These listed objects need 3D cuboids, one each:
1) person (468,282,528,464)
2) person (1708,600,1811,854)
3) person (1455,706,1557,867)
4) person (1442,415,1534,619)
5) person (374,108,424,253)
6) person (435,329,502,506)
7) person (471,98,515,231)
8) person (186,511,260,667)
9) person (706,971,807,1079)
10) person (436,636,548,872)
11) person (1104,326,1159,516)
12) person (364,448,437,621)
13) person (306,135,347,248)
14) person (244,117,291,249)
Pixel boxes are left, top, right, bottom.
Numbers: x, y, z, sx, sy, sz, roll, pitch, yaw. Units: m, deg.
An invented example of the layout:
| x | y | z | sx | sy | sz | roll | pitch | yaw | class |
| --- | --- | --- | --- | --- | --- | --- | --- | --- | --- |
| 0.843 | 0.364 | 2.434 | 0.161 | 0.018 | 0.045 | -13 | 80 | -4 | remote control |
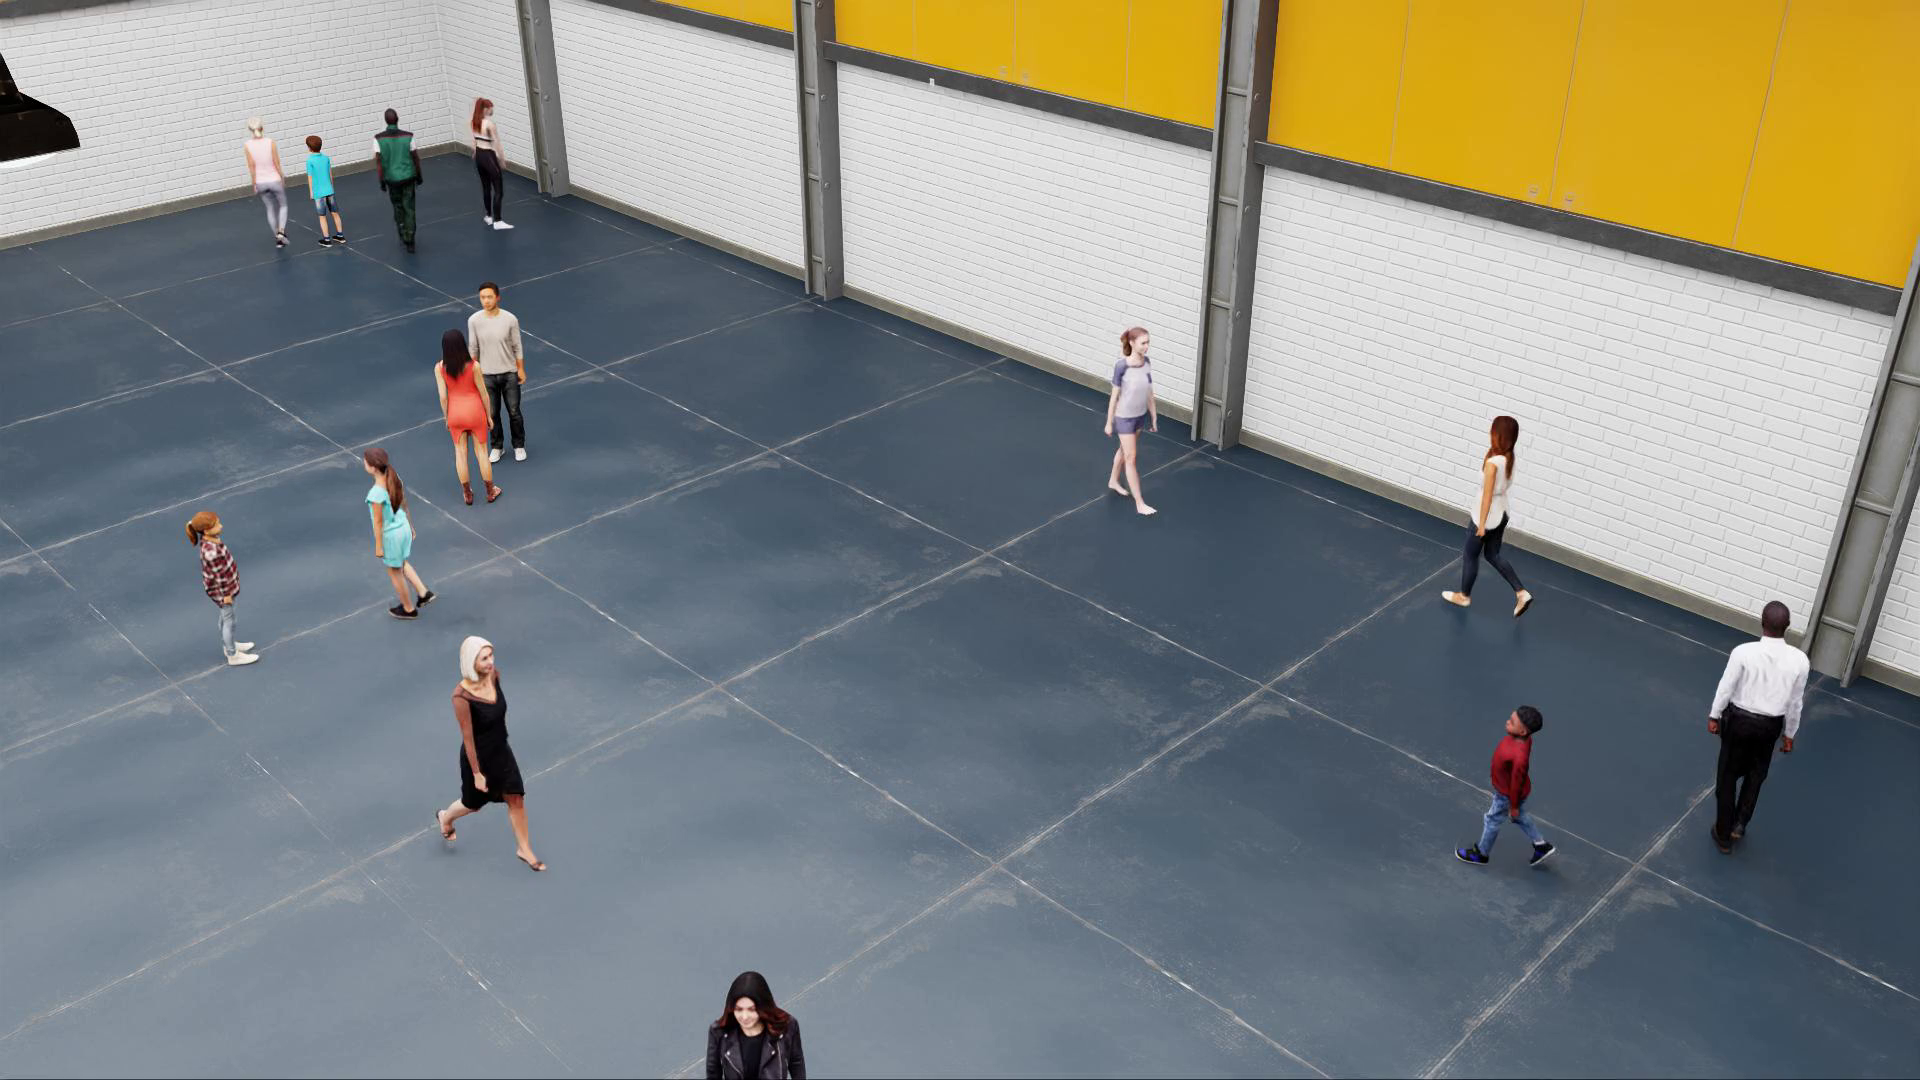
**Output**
| x | y | z | sx | sy | sz | roll | pitch | yaw | class |
| --- | --- | --- | --- | --- | --- | --- | --- | --- | --- |
| -4.445 | -1.636 | 16.046 | 0.736 | 1.811 | 0.769 | -3 | 29 | -6 | person |
| 5.112 | 1.267 | 10.712 | 0.776 | 1.823 | 0.871 | 8 | 30 | 15 | person |
| 3.619 | 1.598 | 10.708 | 0.890 | 1.247 | 0.685 | 12 | 31 | 20 | person |
| 4.357 | -0.162 | 13.391 | 0.963 | 1.767 | 0.579 | 24 | 37 | 37 | person |
| -7.236 | -4.625 | 21.526 | 0.953 | 1.811 | 1.093 | -8 | 30 | -14 | person |
| -4.511 | -1.126 | 15.209 | 0.672 | 1.719 | 0.704 | -4 | 29 | -8 | person |
| -6.413 | -5.103 | 22.477 | 0.651 | 1.741 | 0.999 | 11 | 30 | 19 | person |
| -5.749 | 0.356 | 12.923 | 0.646 | 1.305 | 0.521 | -15 | 32 | -25 | person |
| -0.998 | 2.763 | 8.168 | 0.722 | 1.633 | 0.760 | -3 | 29 | -6 | person |
| -3.099 | 1.373 | 10.627 | 1.128 | 1.719 | 0.794 | 15 | 32 | 25 | person |
| 1.499 | -1.149 | 15.236 | 0.661 | 1.732 | 1.062 | -20 | 34 | -32 | person |
| -4.497 | -0.035 | 13.383 | 0.759 | 1.551 | 0.693 | 8 | 30 | 15 | person |
| -8.370 | -4.599 | 21.858 | 0.545 | 1.448 | 0.554 | 17 | 33 | 28 | person |
| -8.978 | -4.608 | 21.599 | 0.755 | 1.712 | 0.852 | -6 | 29 | -12 | person |
